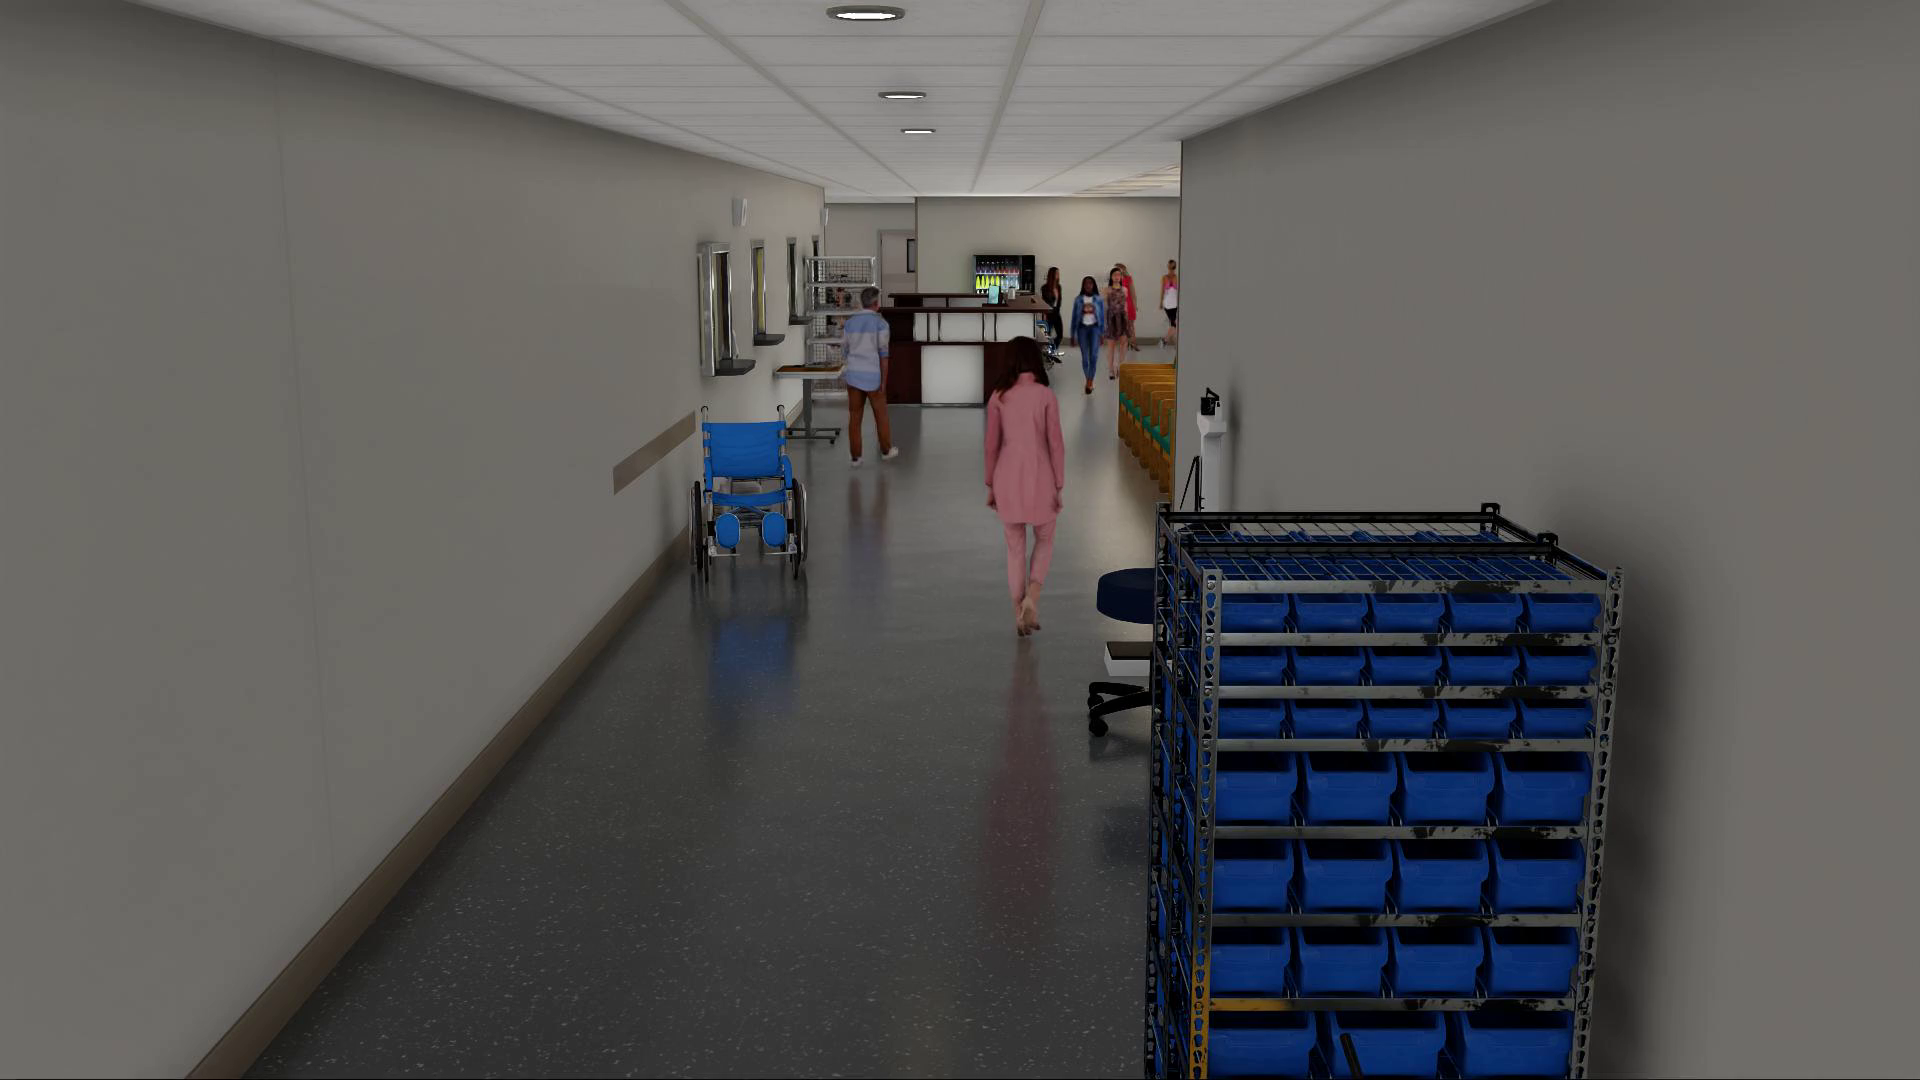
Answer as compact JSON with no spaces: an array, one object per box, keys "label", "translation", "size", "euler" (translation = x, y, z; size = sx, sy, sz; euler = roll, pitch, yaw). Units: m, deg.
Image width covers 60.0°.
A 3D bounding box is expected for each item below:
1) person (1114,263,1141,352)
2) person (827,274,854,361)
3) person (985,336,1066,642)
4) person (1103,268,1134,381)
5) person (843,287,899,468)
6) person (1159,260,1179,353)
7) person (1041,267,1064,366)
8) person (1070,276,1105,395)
[{"label":"person","translation":[3.284,-4.548,32.468],"size":[0.688,1.695,0.832],"euler":[3,11,15]},{"label":"person","translation":[-2.169,-4.074,30.346],"size":[0.825,1.556,0.660],"euler":[3,11,15]},{"label":"person","translation":[0.369,-0.277,9.701],"size":[0.607,1.792,0.727],"euler":[2,11,9]},{"label":"person","translation":[2.417,-3.380,26.157],"size":[0.755,1.755,0.781],"euler":[-2,11,-12]},{"label":"person","translation":[-0.979,-1.610,16.735],"size":[1.055,1.791,0.969],"euler":[3,11,17]},{"label":"person","translation":[4.006,-4.404,31.586],"size":[1.146,1.744,1.059],"euler":[7,13,31]},{"label":"person","translation":[1.526,-3.909,29.088],"size":[0.693,1.700,0.777],"euler":[-8,13,-36]},{"label":"person","translation":[1.853,-2.914,23.946],"size":[1.158,1.664,0.824],"euler":[2,11,9]}]
